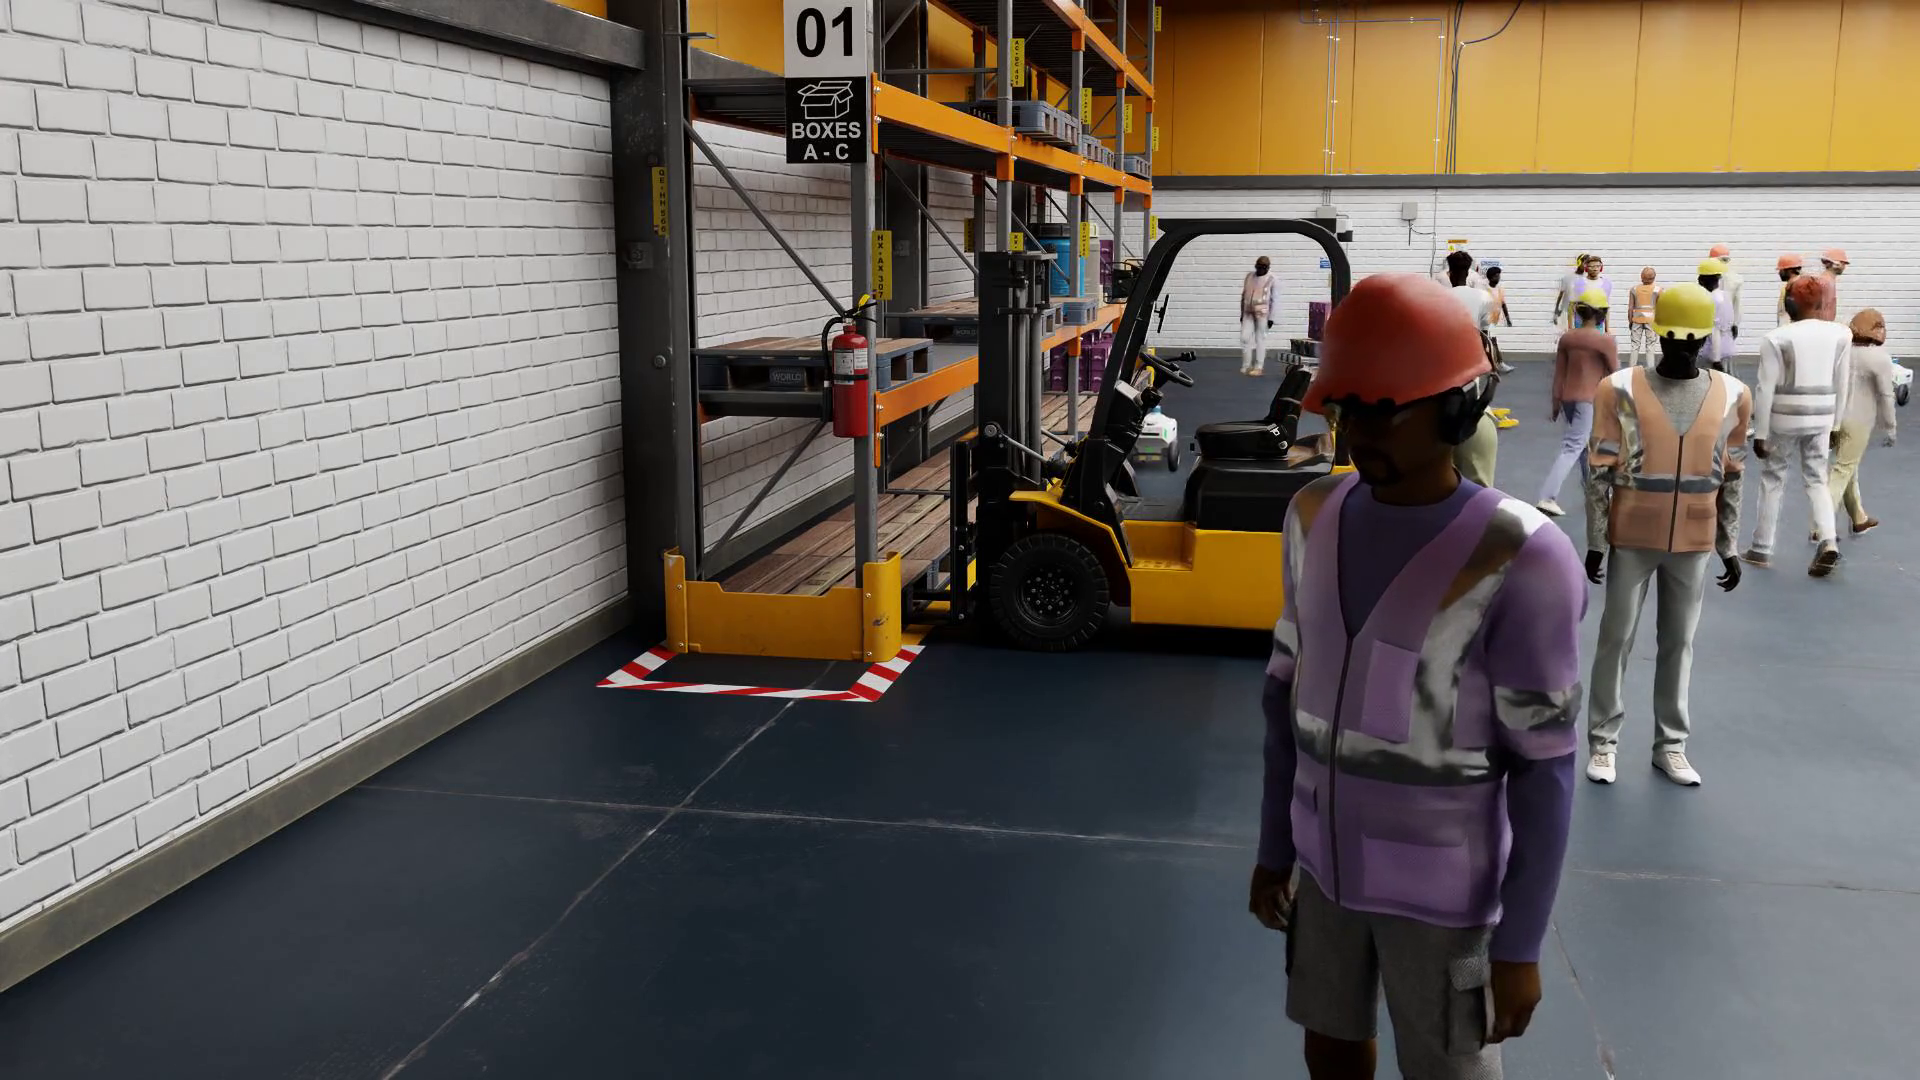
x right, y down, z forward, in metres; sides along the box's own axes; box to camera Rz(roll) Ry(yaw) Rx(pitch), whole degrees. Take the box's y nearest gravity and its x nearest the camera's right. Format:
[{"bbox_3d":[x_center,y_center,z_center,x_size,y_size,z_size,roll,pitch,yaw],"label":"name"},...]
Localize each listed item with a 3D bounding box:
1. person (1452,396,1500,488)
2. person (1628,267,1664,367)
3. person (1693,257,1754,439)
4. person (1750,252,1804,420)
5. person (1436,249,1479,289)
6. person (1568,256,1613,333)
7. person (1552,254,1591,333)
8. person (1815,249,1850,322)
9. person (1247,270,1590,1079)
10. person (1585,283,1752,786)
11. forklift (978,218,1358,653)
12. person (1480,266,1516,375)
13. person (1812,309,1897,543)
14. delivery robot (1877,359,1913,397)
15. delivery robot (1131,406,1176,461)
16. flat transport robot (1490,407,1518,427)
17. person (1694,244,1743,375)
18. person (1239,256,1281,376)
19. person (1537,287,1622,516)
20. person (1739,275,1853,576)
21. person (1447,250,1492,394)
[{"bbox_3d":[1.751,0.027,6.355,0.404,1.836,0.597,-5,11,-24],"label":"person"},{"bbox_3d":[10.164,-3.217,24.667,0.517,1.645,0.307,8,13,38],"label":"person"},{"bbox_3d":[7.740,-1.940,17.038,0.967,1.890,0.593,8,13,39],"label":"person"},{"bbox_3d":[9.218,-2.251,18.637,0.574,1.912,0.679,-8,13,-37],"label":"person"},{"bbox_3d":[7.371,-3.346,24.666,0.651,1.904,0.403,5,11,24],"label":"person"},{"bbox_3d":[8.223,-2.790,21.775,0.570,1.843,0.373,-1,10,-4],"label":"person"},{"bbox_3d":[9.459,-3.471,25.556,0.554,1.823,0.794,-2,10,-9],"label":"person"},{"bbox_3d":[10.517,-2.589,20.425,0.701,1.948,0.642,4,11,21],"label":"person"},{"bbox_3d":[0.724,0.569,2.840,0.401,2.037,0.607,-7,12,-34],"label":"person"},{"bbox_3d":[2.682,-0.011,6.336,0.585,1.920,0.383,1,10,7],"label":"person"},{"bbox_3d":[1.285,-0.567,8.635,2.313,2.155,1.214,2,11,11],"label":"forklift"},{"bbox_3d":[8.092,-3.329,25.271,0.547,1.629,0.922,-9,14,-40],"label":"person"},{"bbox_3d":[6.179,-0.776,11.392,0.815,1.592,0.534,-4,11,-21],"label":"person"},{"bbox_3d":[11.699,-2.034,20.900,0.477,0.478,0.707,10,15,42],"label":"delivery robot"},{"bbox_3d":[1.760,-0.970,15.082,0.477,0.478,0.707,3,11,14],"label":"delivery robot"},{"bbox_3d":[5.324,-1.340,18.145,1.431,0.197,0.652,-5,12,-26],"label":"flat transport robot"},{"bbox_3d":[9.532,-2.725,21.001,0.616,1.997,0.373,1,10,6],"label":"person"},{"bbox_3d":[4.457,-3.358,24.995,0.681,1.808,0.492,9,14,40],"label":"person"},{"bbox_3d":[4.710,-1.043,12.561,0.925,1.717,0.531,-4,11,-23],"label":"person"},{"bbox_3d":[5.211,-0.706,10.315,0.600,1.862,0.760,0,10,2],"label":"person"},{"bbox_3d":[4.556,-1.665,15.276,0.606,1.967,0.367,-2,11,-12],"label":"person"}]
